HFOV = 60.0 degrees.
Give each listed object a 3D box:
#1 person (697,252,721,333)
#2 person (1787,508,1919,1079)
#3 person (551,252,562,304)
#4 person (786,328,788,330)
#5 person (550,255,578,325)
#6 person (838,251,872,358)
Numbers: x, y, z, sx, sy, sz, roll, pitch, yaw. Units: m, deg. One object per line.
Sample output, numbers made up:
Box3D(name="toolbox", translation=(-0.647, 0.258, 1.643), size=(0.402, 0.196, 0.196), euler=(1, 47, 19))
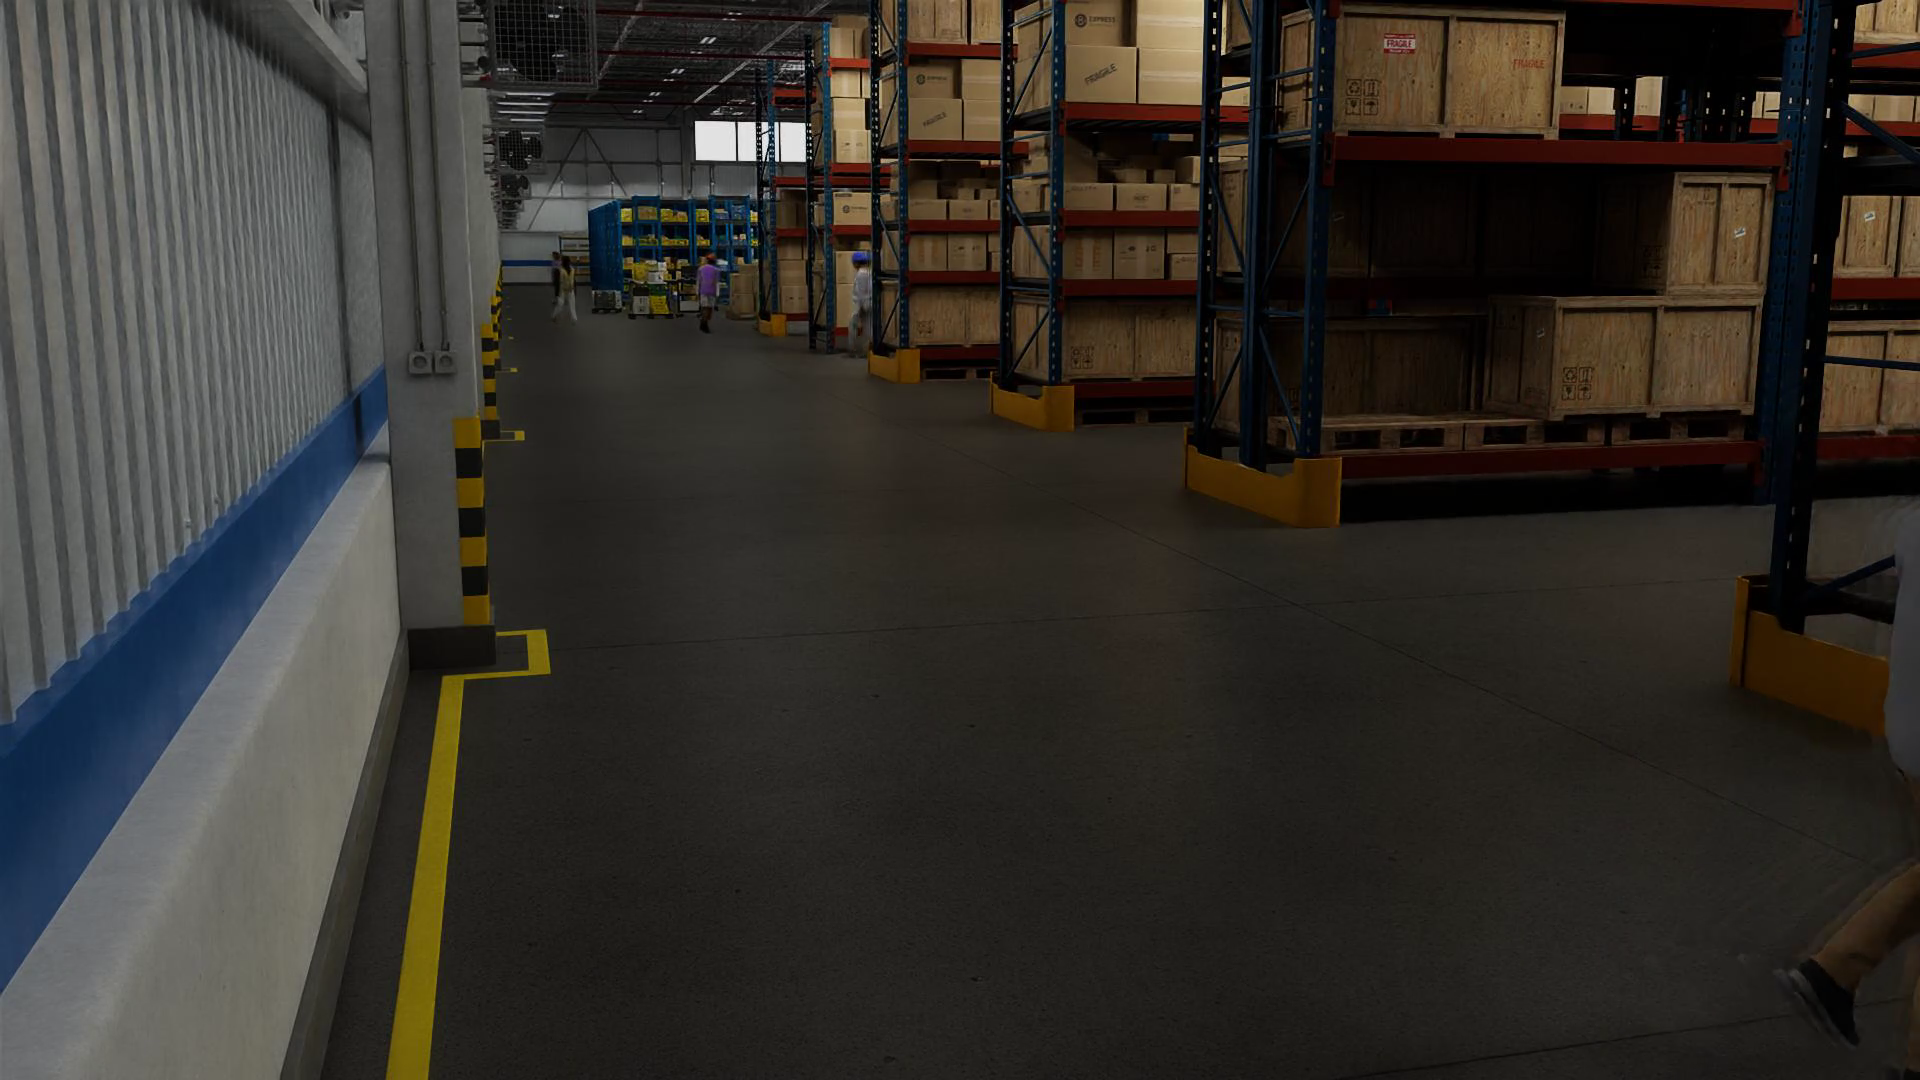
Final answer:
Box3D(name="person", translation=(-5.892, -5.808, 39.024), size=(0.611, 1.900, 0.534), euler=(0, 10, 0))
Box3D(name="person", translation=(2.324, 0.478, 3.882), size=(0.450, 1.738, 0.581), euler=(1, 10, 8))
Box3D(name="person", translation=(-14.098, -9.188, 58.327), size=(0.565, 1.845, 0.387), euler=(7, 12, 34))
Box3D(name="person", translation=(-4.328, -5.937, 40.152), size=(0.382, 1.754, 0.542), euler=(-4, 11, -21))
Box3D(name="person", translation=(-10.211, -6.433, 42.877), size=(0.838, 1.805, 0.661), euler=(9, 14, 43))
Box3D(name="person", translation=(-1.901, -4.246, 30.121), size=(0.775, 1.920, 0.658), euler=(1, 10, 7))
